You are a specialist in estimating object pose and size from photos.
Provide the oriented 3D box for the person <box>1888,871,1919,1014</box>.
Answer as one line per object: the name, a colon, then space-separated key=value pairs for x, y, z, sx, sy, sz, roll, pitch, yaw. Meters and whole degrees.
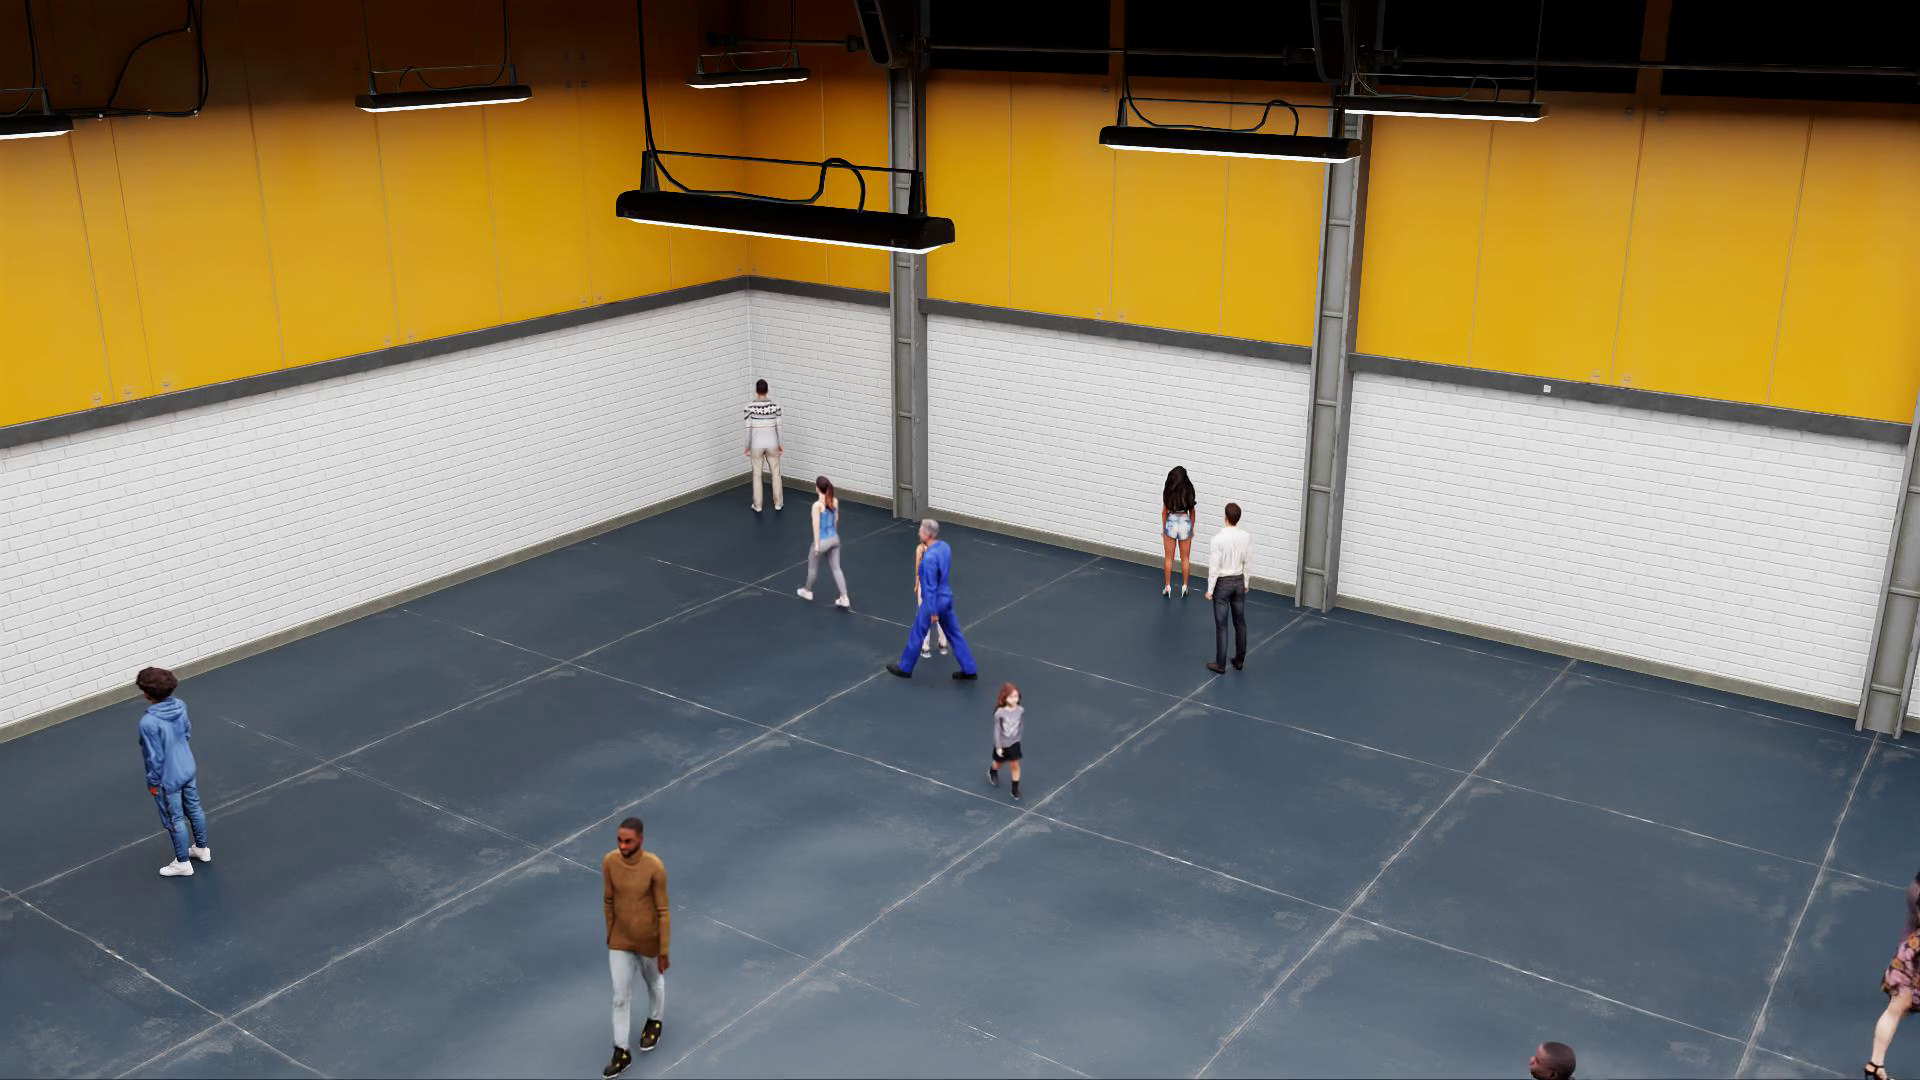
person: x=6.761 y=2.604 z=11.778 sx=0.710 sy=1.664 sz=0.702 roll=3 pitch=19 yaw=8

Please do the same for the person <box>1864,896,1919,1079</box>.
person: x=6.284 y=2.854 z=10.934 sx=1.179 sy=1.729 sz=1.075 roll=-2 pitch=19 yaw=-6

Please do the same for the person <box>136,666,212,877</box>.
person: x=-6.488 y=1.887 z=13.680 sx=0.699 sy=1.809 sz=0.748 roll=4 pitch=19 yaw=13

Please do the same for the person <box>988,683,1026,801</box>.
person: x=0.411 y=1.794 z=15.084 sx=0.689 sy=1.089 sz=0.815 roll=-8 pitch=20 yaw=-22

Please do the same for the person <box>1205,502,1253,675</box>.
person: x=2.869 y=0.505 z=17.688 sx=0.733 sy=1.870 sz=0.741 roll=-7 pitch=20 yaw=-20

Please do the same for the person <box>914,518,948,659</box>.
person: x=-0.313 y=0.509 z=18.157 sx=0.620 sy=1.563 sz=0.653 roll=-7 pitch=20 yaw=-19

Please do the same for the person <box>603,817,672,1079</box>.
person: x=-2.161 y=2.673 z=11.372 sx=1.005 sy=1.793 sz=0.967 roll=3 pitch=19 yaw=10

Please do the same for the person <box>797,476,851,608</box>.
person: x=-1.521 y=0.054 z=19.497 sx=0.715 sy=1.571 sz=1.072 roll=-17 pitch=25 yaw=-41

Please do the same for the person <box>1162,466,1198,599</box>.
person: x=2.601 y=-0.098 z=19.860 sx=0.640 sy=1.626 sz=0.720 roll=1 pitch=19 yaw=1

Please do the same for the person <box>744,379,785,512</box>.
person: x=-2.722 y=-1.315 z=23.110 sx=0.779 sy=1.859 sz=0.821 roll=-4 pitch=19 yaw=-12

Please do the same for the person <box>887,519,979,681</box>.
person: x=-0.157 y=0.677 z=17.324 sx=1.257 sy=1.777 sz=0.897 roll=8 pitch=20 yaw=23
